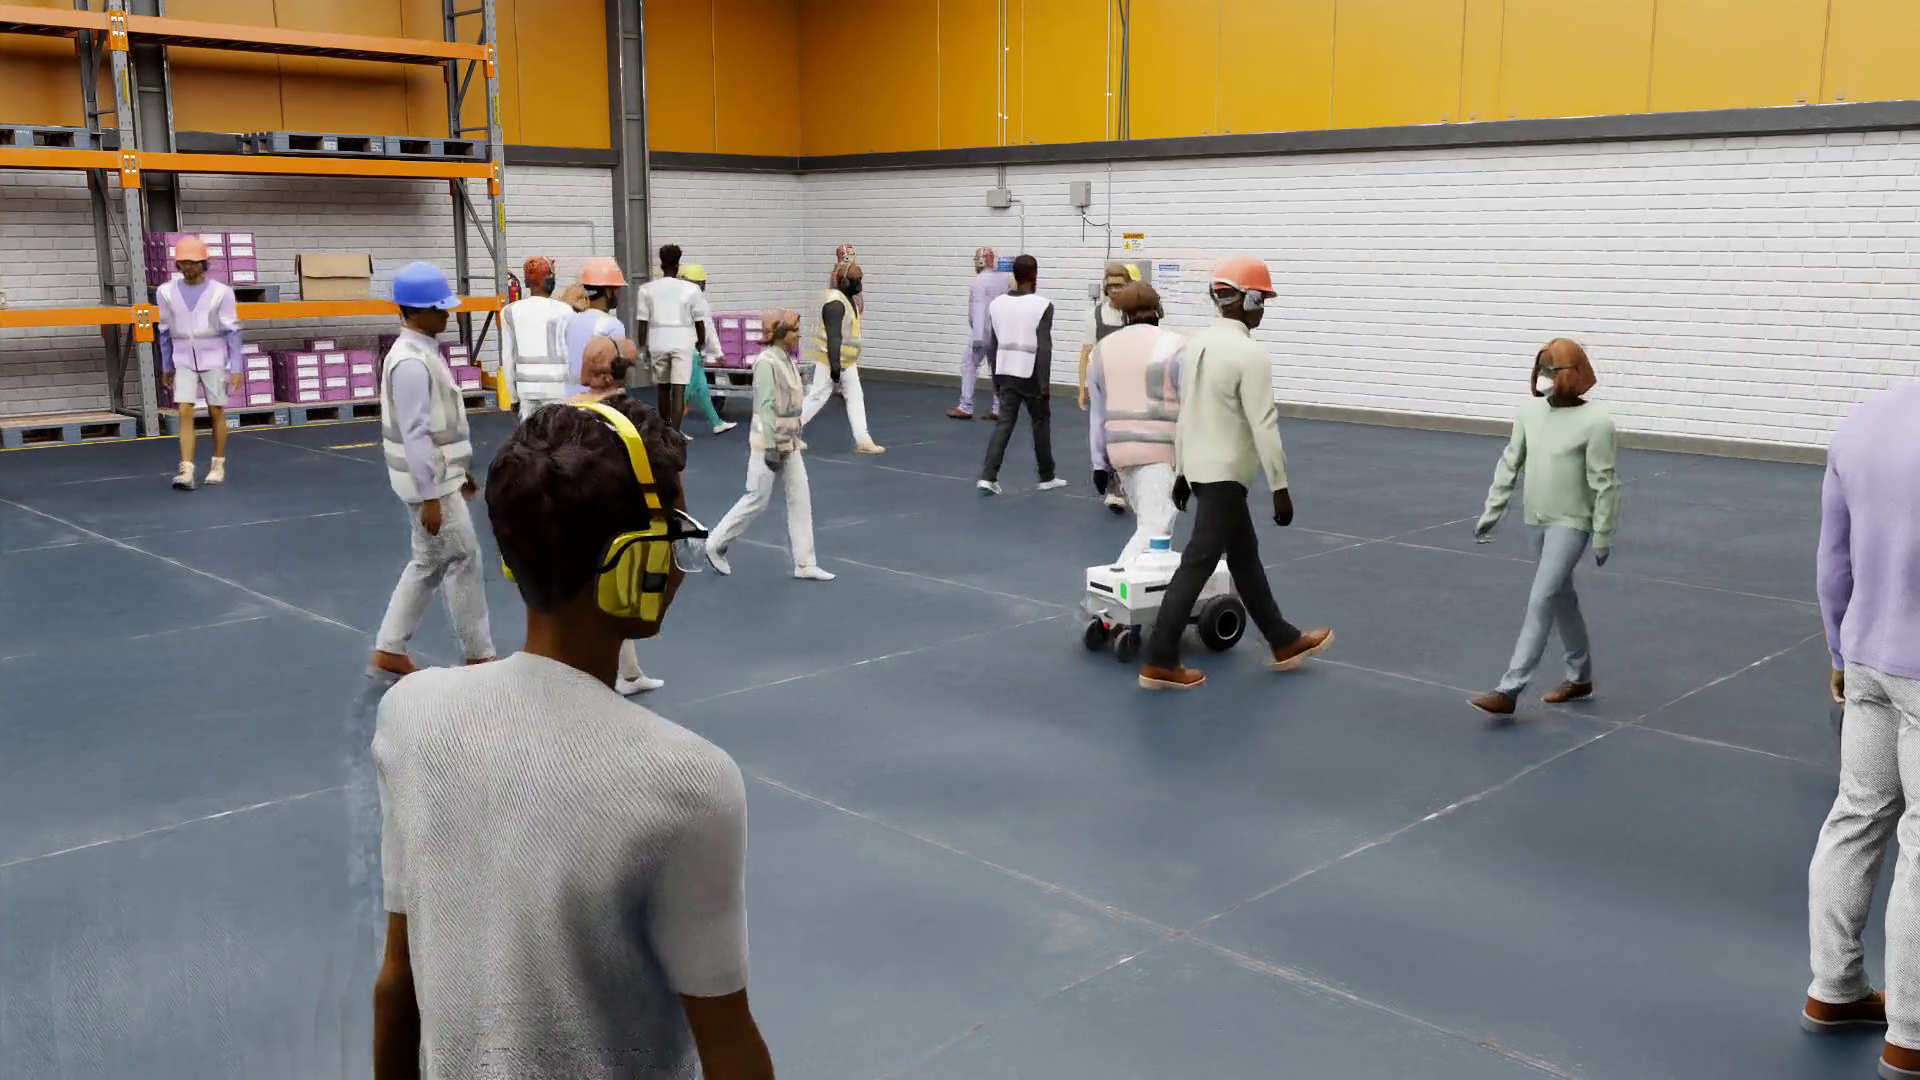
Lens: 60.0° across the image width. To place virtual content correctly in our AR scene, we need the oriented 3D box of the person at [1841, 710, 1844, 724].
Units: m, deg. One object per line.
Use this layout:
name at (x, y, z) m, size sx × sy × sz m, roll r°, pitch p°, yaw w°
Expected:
person at (3.617, 0.024, 5.766) m, size 0.555 × 1.913 × 0.849 m, roll -8°, pitch 13°, yaw -37°

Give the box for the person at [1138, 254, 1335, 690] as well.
person at (1.256, -0.299, 7.458) m, size 1.050 × 1.928 × 0.668 m, roll -3°, pitch 11°, yaw -16°

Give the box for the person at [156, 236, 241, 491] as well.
person at (-6.062, -1.389, 13.212) m, size 0.639 × 2.000 × 0.969 m, roll -2°, pitch 11°, yaw -10°

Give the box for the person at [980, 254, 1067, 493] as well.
person at (0.487, -1.301, 13.088) m, size 0.607 × 1.884 × 0.903 m, roll 8°, pitch 13°, yaw 35°

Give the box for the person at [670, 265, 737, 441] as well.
person at (-2.574, -1.851, 16.505) m, size 0.896 × 1.728 × 0.542 m, roll -7°, pitch 13°, yaw -35°

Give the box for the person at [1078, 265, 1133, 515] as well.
person at (1.121, -1.089, 12.134) m, size 0.521 × 1.798 × 0.948 m, roll 2°, pitch 11°, yaw 13°

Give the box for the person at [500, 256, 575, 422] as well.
person at (-2.830, -0.985, 11.345) m, size 0.587 × 1.880 × 0.342 m, roll 3°, pitch 11°, yaw 17°

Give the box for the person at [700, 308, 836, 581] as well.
person at (-1.145, -0.558, 9.755) m, size 0.781 × 1.604 × 0.522 m, roll 3°, pitch 11°, yaw 15°

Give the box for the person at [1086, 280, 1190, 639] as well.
person at (0.914, -0.403, 8.422) m, size 0.891 × 1.800 × 0.676 m, roll -10°, pitch 15°, yaw -44°

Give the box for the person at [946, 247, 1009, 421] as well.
person at (0.183, -2.247, 18.210) m, size 0.783 × 1.882 × 0.673 m, roll 7°, pitch 12°, yaw 32°

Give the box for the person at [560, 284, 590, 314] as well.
person at (-3.381, -1.409, 14.410) m, size 0.511 × 1.613 × 0.589 m, roll 7°, pitch 12°, yaw 33°

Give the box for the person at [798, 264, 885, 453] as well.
person at (-1.231, -1.678, 15.473) m, size 0.992 × 1.776 × 0.632 m, roll 3°, pitch 11°, yaw 14°

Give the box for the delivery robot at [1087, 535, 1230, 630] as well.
delivery robot at (0.971, 0.221, 8.136) m, size 0.707 × 0.478 × 0.477 m, roll -6°, pitch 12°, yaw -31°

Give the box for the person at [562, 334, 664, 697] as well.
person at (-1.560, -0.058, 7.038) m, size 0.526 × 1.610 × 0.747 m, roll 8°, pitch 13°, yaw 37°

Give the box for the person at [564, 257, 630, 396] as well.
person at (-2.163, -0.792, 10.277) m, size 0.565 × 1.882 × 0.975 m, roll 9°, pitch 14°, yaw 41°

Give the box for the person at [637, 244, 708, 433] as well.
person at (-2.701, -1.817, 15.749) m, size 0.613 × 1.931 × 0.874 m, roll 1°, pitch 10°, yaw 5°

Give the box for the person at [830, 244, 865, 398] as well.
person at (-1.409, -2.739, 20.837) m, size 0.410 × 1.913 × 0.643 m, roll -2°, pitch 11°, yaw -13°

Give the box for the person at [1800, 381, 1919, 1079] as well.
person at (2.330, 0.334, 4.003) m, size 0.357 × 1.937 × 0.638 m, roll -2°, pitch 11°, yaw -11°

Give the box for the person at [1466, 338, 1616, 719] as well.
person at (2.440, -0.042, 6.992) m, size 0.845 × 1.596 × 0.516 m, roll -4°, pitch 11°, yaw -22°

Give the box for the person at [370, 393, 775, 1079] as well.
person at (-0.393, 0.752, 1.964) m, size 0.552 × 1.842 × 0.736 m, roll 7°, pitch 12°, yaw 32°

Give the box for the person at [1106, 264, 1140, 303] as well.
person at (1.520, -1.623, 15.163) m, size 0.331 × 1.765 × 0.538 m, roll -10°, pitch 14°, yaw -43°

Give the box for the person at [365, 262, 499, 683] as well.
person at (-2.356, -0.268, 7.380) m, size 0.685 × 1.906 × 0.677 m, roll -3°, pitch 11°, yaw -18°
